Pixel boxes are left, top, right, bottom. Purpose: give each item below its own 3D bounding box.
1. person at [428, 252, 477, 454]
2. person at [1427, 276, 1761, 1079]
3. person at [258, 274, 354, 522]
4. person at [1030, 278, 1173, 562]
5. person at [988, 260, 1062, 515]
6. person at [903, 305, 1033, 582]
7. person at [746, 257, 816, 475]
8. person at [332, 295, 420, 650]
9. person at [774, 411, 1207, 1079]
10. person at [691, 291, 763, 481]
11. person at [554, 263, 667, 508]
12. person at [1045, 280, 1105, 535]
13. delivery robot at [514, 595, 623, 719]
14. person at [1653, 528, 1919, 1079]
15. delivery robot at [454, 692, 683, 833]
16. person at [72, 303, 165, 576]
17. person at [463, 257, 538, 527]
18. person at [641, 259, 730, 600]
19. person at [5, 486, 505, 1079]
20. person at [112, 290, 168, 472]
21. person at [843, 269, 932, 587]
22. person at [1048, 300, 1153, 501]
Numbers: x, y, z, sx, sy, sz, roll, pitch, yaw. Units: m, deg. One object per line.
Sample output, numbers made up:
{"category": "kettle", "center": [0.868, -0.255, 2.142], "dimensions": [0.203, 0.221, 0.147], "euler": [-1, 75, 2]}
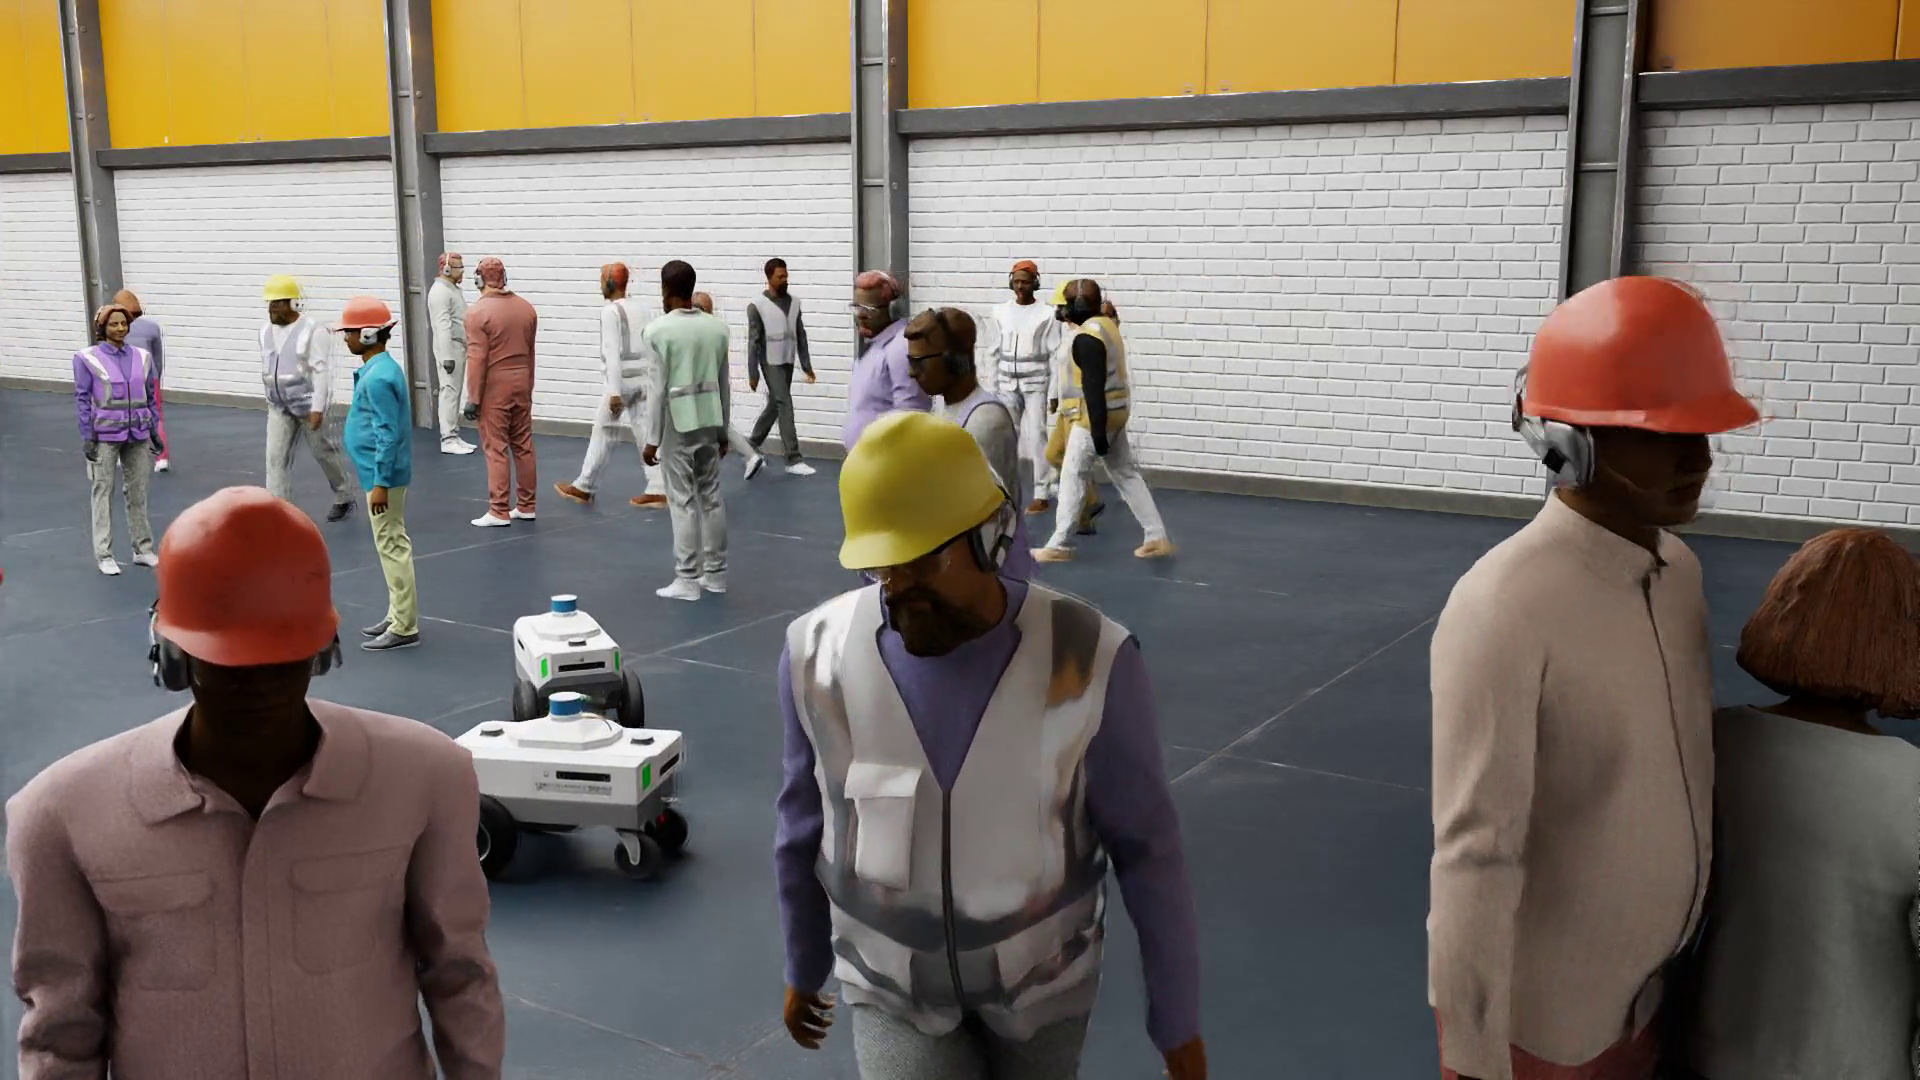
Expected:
{"category": "person", "center": [-4.814, -1.773, 15.835], "dimensions": [0.404, 1.904, 0.652], "euler": [-2, 10, -10]}
{"category": "person", "center": [0.876, 0.632, 2.374], "dimensions": [0.386, 1.980, 0.663], "euler": [10, 14, 44]}
{"category": "person", "center": [-4.640, -0.968, 11.703], "dimensions": [0.593, 1.796, 0.913], "euler": [3, 11, 14]}
{"category": "person", "center": [0.926, -0.739, 10.443], "dimensions": [0.891, 1.799, 0.657], "euler": [3, 11, 16]}
{"category": "person", "center": [0.482, -1.122, 12.312], "dimensions": [0.583, 1.878, 0.343], "euler": [5, 12, 27]}
{"category": "person", "center": [0.083, 0.153, 5.395], "dimensions": [0.522, 1.819, 0.588], "euler": [-4, 11, -19]}
{"category": "person", "center": [-1.634, -1.534, 14.584], "dimensions": [0.967, 1.882, 0.587], "euler": [7, 12, 35]}
{"category": "person", "center": [-2.895, -0.333, 8.270], "dimensions": [0.339, 1.749, 0.573], "euler": [-3, 11, -17]}
{"category": "person", "center": [0.032, 0.687, 2.547], "dimensions": [0.680, 1.767, 0.864], "euler": [1, 10, 5]}
{"category": "person", "center": [-2.062, -1.266, 13.845], "dimensions": [0.767, 1.613, 0.526], "euler": [1, 10, 8]}
{"category": "person", "center": [-2.646, -1.161, 12.604], "dimensions": [0.944, 1.840, 0.618], "euler": [4, 11, 19]}
{"category": "person", "center": [0.756, -0.894, 11.364], "dimensions": [0.363, 1.749, 0.556], "euler": [0, 10, -1]}
{"category": "delivery robot", "center": [-1.627, 0.471, 6.877], "dimensions": [0.477, 0.478, 0.707], "euler": [-4, 11, -23]}
{"category": "person", "center": [1.193, 0.790, 2.378], "dimensions": [0.283, 1.633, 0.501], "euler": [-7, 13, -35]}
{"category": "delivery robot", "center": [-1.272, 0.738, 5.402], "dimensions": [0.707, 0.478, 0.477], "euler": [2, 10, 10]}
{"category": "person", "center": [-5.127, -0.617, 10.158], "dimensions": [0.312, 1.642, 0.512], "euler": [7, 12, 33]}
{"category": "person", "center": [-3.278, -1.043, 11.798], "dimensions": [0.404, 1.903, 0.636], "euler": [6, 12, 28]}
{"category": "person", "center": [-1.527, -0.618, 9.403], "dimensions": [0.374, 1.915, 0.597], "euler": [8, 13, 39]}
{"category": "person", "center": [-0.865, 0.788, 2.120], "dimensions": [0.573, 1.739, 0.371], "euler": [-4, 11, -20]}
{"category": "person", "center": [-7.225, -1.391, 14.601], "dimensions": [0.502, 1.590, 0.873], "euler": [-9, 13, -39]}
{"category": "person", "center": [-0.345, -0.279, 7.593], "dimensions": [0.391, 1.890, 0.726], "euler": [-3, 11, -16]}
{"category": "person", "center": [1.037, -1.067, 12.849], "dimensions": [0.867, 1.573, 0.533], "euler": [2, 10, 10]}
